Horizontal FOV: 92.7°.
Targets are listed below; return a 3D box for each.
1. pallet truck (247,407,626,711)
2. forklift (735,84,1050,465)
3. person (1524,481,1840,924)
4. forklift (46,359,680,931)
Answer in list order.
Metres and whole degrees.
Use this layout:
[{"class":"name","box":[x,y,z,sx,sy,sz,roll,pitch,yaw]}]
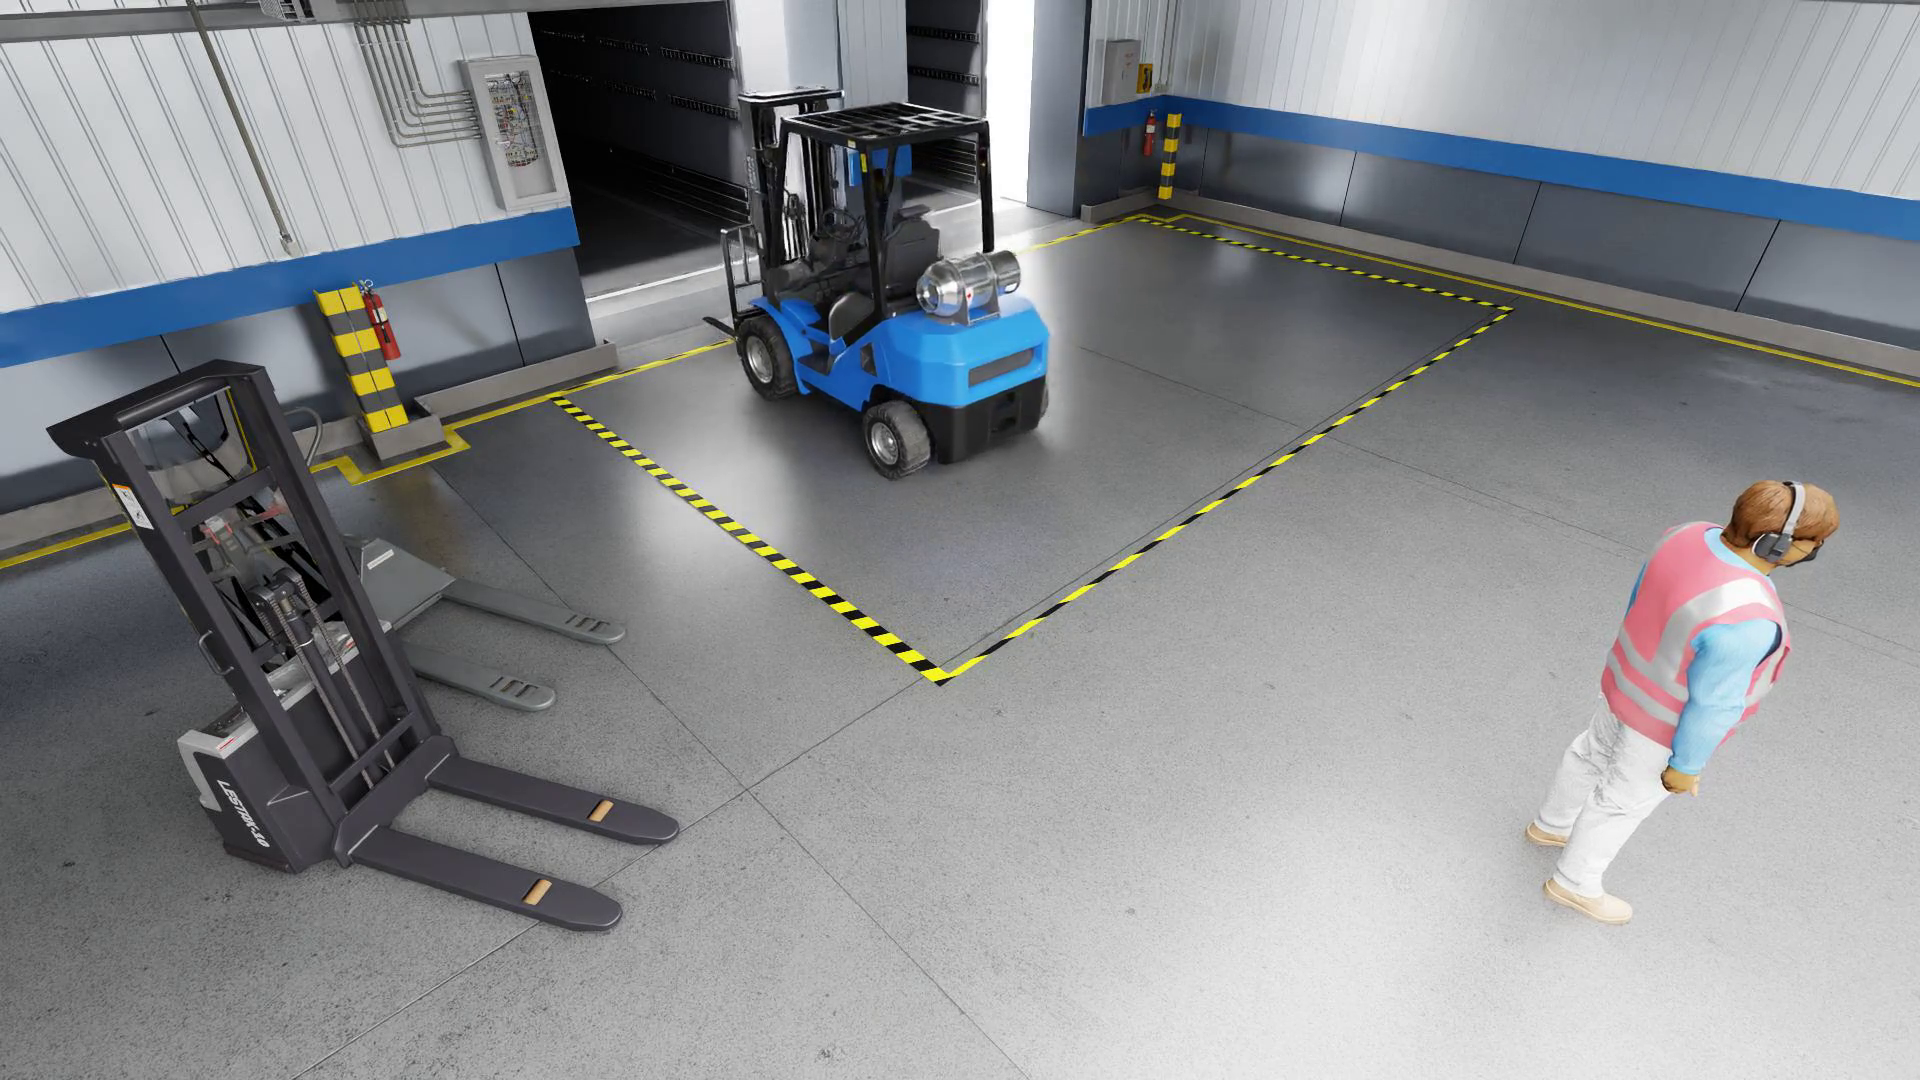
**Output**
[{"class":"pallet truck","box":[-2.628,0.038,4.590,1.601,1.201,0.680,12,36,18]},{"class":"forklift","box":[-0.575,-2.004,6.601,1.157,2.036,2.680,-26,42,-33]},{"class":"person","box":[2.492,0.594,3.237,0.429,1.841,0.634,9,35,13]},{"class":"forklift","box":[-2.135,0.422,3.354,1.885,1.965,0.823,10,35,14]}]
